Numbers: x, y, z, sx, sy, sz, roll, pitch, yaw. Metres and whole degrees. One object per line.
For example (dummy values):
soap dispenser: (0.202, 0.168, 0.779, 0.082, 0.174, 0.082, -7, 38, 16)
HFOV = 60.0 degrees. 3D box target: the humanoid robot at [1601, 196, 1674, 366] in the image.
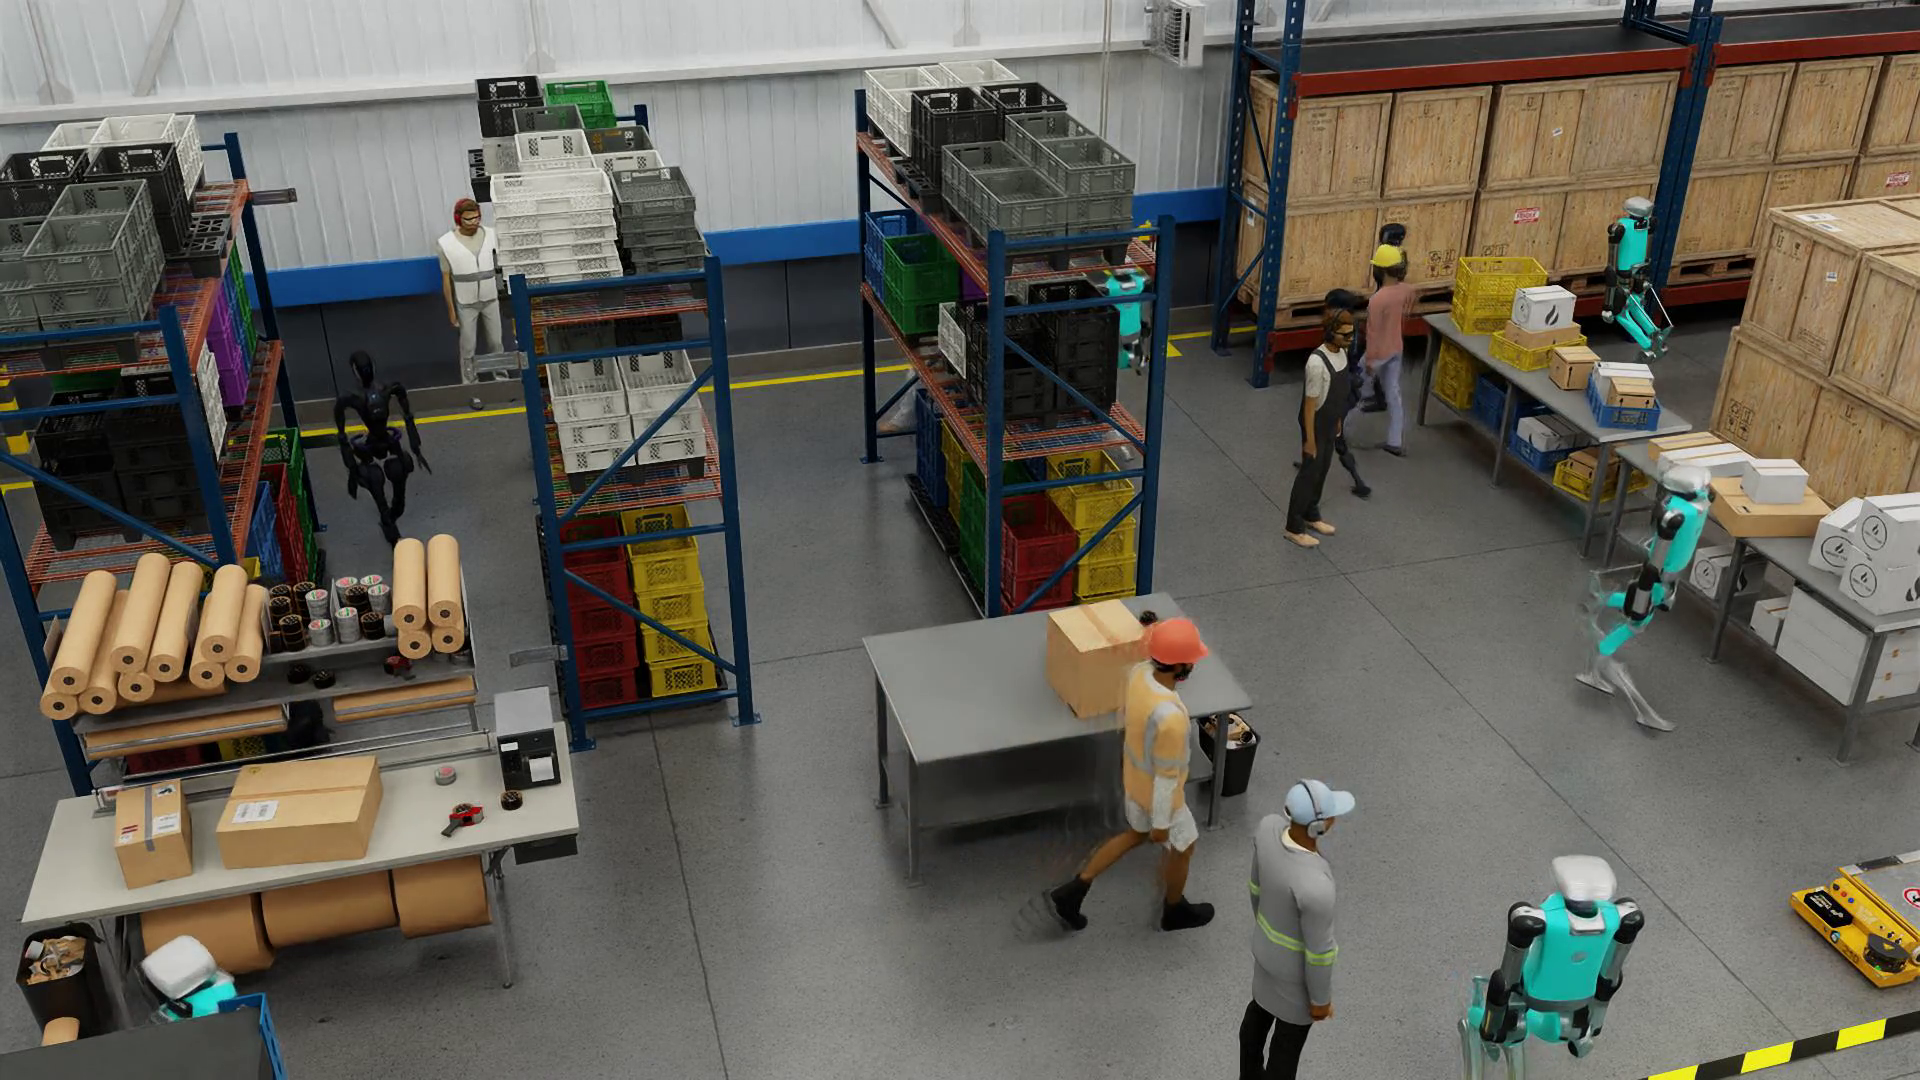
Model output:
humanoid robot: (5.842, -2.043, 14.212, 0.533, 1.680, 0.735, -17, 33, -28)

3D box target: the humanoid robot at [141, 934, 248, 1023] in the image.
humanoid robot: (-3.013, 2.427, 6.250, 0.560, 1.796, 0.933, 18, 34, 30)

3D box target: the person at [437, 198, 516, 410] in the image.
person: (-4.137, -2.039, 14.248, 0.562, 1.836, 0.390, -21, 35, -33)

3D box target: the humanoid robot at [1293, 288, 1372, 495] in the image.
humanoid robot: (2.953, -1.139, 12.842, 0.745, 1.639, 0.610, 22, 36, 35)

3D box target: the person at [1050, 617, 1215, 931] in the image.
person: (0.910, 1.213, 8.248, 0.823, 1.905, 0.552, -9, 30, -15)

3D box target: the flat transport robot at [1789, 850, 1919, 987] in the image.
flat transport robot: (5.163, 1.916, 8.676, 1.431, 0.231, 0.659, -8, 30, -14)

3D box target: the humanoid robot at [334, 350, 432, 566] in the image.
humanoid robot: (-4.127, -0.595, 11.844, 0.587, 1.652, 0.755, -21, 35, -34)

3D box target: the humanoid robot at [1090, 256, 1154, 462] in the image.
humanoid robot: (1.195, -1.525, 13.460, 0.543, 1.757, 1.020, -10, 30, -18)

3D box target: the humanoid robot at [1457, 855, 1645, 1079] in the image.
humanoid robot: (2.405, 1.892, 7.054, 0.533, 1.677, 0.735, -2, 29, -4)

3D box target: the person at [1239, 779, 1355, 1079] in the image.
person: (1.453, 1.805, 7.232, 0.369, 1.853, 0.588, -9, 30, -16)

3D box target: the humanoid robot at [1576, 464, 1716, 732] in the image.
humanoid robot: (4.079, 0.300, 10.095, 0.544, 1.764, 0.940, -25, 38, -38)

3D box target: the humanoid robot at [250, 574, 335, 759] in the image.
humanoid robot: (-3.593, 0.901, 9.067, 0.567, 1.640, 0.589, -24, 37, -37)

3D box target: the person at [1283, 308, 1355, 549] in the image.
person: (2.616, -0.813, 12.020, 0.334, 1.837, 0.507, 19, 34, 31)

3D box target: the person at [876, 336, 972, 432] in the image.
person: (-0.183, -1.710, 13.699, 1.005, 1.787, 0.625, -3, 29, -5)

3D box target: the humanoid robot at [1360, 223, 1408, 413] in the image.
humanoid robot: (3.597, -1.875, 14.113, 0.326, 1.657, 0.589, 1, 29, 2)

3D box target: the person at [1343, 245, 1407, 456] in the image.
person: (3.333, -1.556, 13.475, 0.538, 1.728, 0.815, -24, 37, -37)
